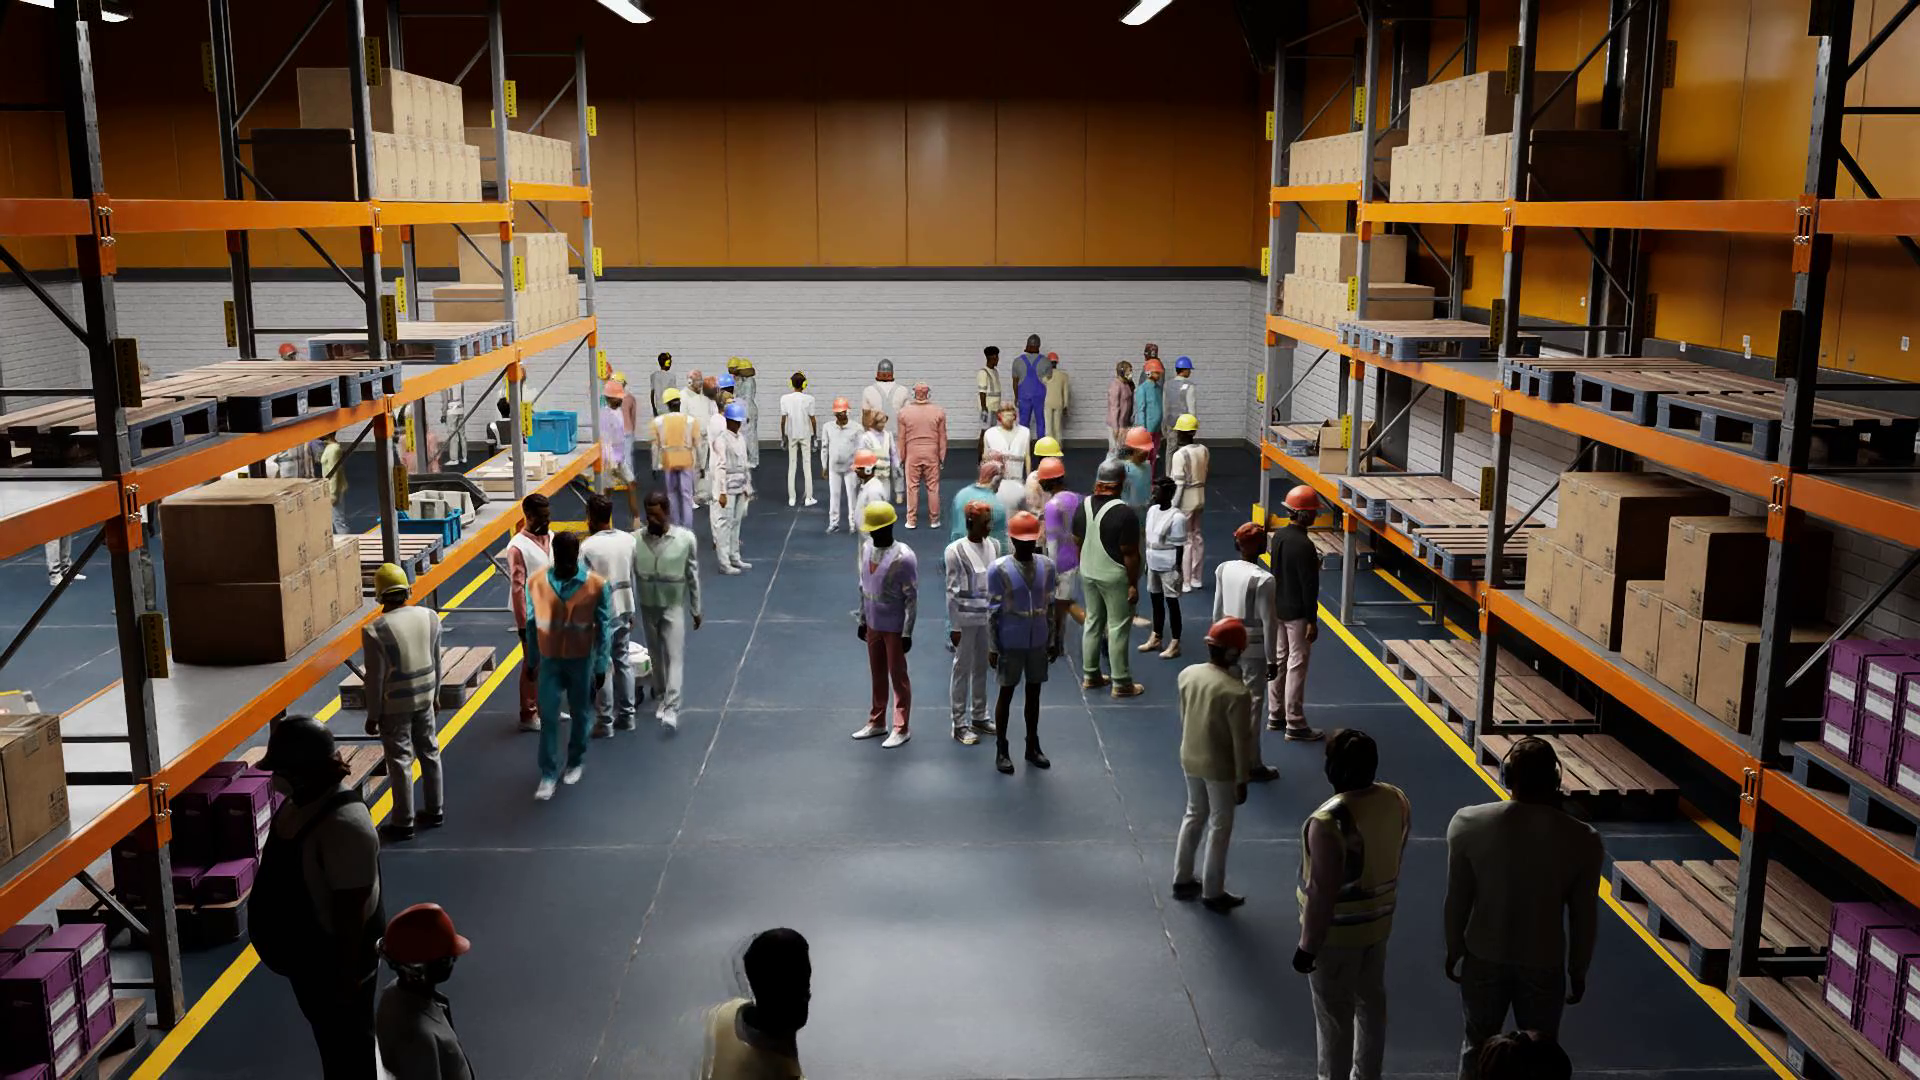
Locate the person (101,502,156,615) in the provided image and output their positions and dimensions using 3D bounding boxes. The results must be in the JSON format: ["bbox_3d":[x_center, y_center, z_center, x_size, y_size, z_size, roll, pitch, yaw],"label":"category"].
[{"bbox_3d":[-8.427,-0.147,16.857,0.382,1.845,0.571,7,13,32],"label":"person"}]

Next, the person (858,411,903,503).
[{"bbox_3d":[-1.042,-0.804,20.727,0.530,1.617,0.528,-10,15,-40],"label":"person"}]

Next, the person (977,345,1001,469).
[{"bbox_3d":[0.470,-2.102,26.359,0.362,1.963,0.613,4,12,20],"label":"person"}]

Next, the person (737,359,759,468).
[{"bbox_3d":[-3.388,-2.020,26.535,0.323,1.737,0.484,0,11,-1],"label":"person"}]

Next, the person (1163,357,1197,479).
[{"bbox_3d":[3.247,-1.729,24.548,0.402,1.943,0.605,-9,14,-38],"label":"person"}]

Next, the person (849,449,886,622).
[{"bbox_3d":[-0.922,-0.045,16.606,0.349,1.742,0.577,-3,12,-15],"label":"person"}]

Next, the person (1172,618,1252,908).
[{"bbox_3d":[1.514,1.312,9.815,0.383,1.737,0.580,-8,14,-35],"label":"person"}]

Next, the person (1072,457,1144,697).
[{"bbox_3d":[1.308,0.301,14.124,0.538,2.000,0.687,-10,15,-40],"label":"person"}]

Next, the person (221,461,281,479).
[{"bbox_3d":[-7.204,-0.169,16.989,0.561,1.838,0.392,-6,13,-29],"label":"person"}]

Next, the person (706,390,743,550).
[{"bbox_3d":[-2.846,-0.843,20.113,0.373,1.941,0.627,2,12,12],"label":"person"}]

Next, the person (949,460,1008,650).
[{"bbox_3d":[0.180,0.215,14.976,0.467,1.870,0.674,-8,14,-34],"label":"person"}]

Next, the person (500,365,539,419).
[{"bbox_3d":[-6.393,-1.601,24.127,0.572,1.866,0.648,0,11,2],"label":"person"}]

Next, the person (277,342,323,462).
[{"bbox_3d":[-10.764,-2.225,26.988,0.870,1.968,0.624,3,12,14],"label":"person"}]

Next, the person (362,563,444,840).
[{"bbox_3d":[-3.654,1.052,10.891,0.404,1.829,0.592,7,13,33],"label":"person"}]

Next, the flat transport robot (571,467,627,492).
[{"bbox_3d":[-5.323,-0.925,24.726,0.652,0.197,1.431,-6,13,-27],"label":"flat transport robot"}]

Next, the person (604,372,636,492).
[{"bbox_3d":[-4.991,-1.588,24.320,0.541,1.737,0.659,-8,14,-36],"label":"person"}]

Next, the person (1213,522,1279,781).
[{"bbox_3d":[2.078,0.799,12.017,0.345,1.882,0.584,-8,14,-34],"label":"person"}]

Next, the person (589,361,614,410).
[{"bbox_3d":[-5.516,-1.909,25.922,0.333,1.753,0.562,6,13,26],"label":"person"}]

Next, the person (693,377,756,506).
[{"bbox_3d":[-3.306,-1.376,23.149,1.014,1.822,0.571,-7,13,-31],"label":"person"}]

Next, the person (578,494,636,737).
[{"bbox_3d":[-2.748,0.590,13.017,0.405,1.909,0.597,7,13,30],"label":"person"}]

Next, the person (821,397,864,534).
[{"bbox_3d":[-1.490,-0.941,21.075,0.573,1.749,0.342,2,12,11],"label":"person"}]

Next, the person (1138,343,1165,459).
[{"bbox_3d":[3.132,-2.284,27.422,0.407,1.908,0.641,-3,12,-14],"label":"person"}]

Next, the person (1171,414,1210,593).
[{"bbox_3d":[2.434,-0.392,17.879,0.370,1.929,0.585,10,15,40],"label":"person"}]

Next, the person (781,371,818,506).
[{"bbox_3d":[-2.232,-1.406,23.113,0.531,1.870,0.317,1,11,5],"label":"person"}]

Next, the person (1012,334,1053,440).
[{"bbox_3d":[1.220,-2.422,27.778,0.682,2.000,0.537,2,11,9],"label":"person"}]

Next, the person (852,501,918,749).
[{"bbox_3d":[-0.579,0.637,12.750,0.389,1.917,0.585,-11,15,-43],"label":"person"}]

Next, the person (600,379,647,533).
[{"bbox_3d":[-4.182,-0.998,20.708,0.880,2.008,0.621,2,11,9],"label":"person"}]

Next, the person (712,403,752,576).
[{"bbox_3d":[-2.566,-0.582,18.798,0.406,1.941,0.607,4,12,19],"label":"person"}]

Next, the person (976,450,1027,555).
[{"bbox_3d":[0.258,0.074,15.690,0.664,1.868,0.922,-5,12,-23],"label":"person"}]

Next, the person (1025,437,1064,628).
[{"bbox_3d":[0.822,-0.046,16.149,0.369,1.928,0.585,4,12,18],"label":"person"}]

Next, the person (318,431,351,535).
[{"bbox_3d":[-7.217,-0.557,19.147,0.339,1.761,0.524,-4,12,-18],"label":"person"}]
